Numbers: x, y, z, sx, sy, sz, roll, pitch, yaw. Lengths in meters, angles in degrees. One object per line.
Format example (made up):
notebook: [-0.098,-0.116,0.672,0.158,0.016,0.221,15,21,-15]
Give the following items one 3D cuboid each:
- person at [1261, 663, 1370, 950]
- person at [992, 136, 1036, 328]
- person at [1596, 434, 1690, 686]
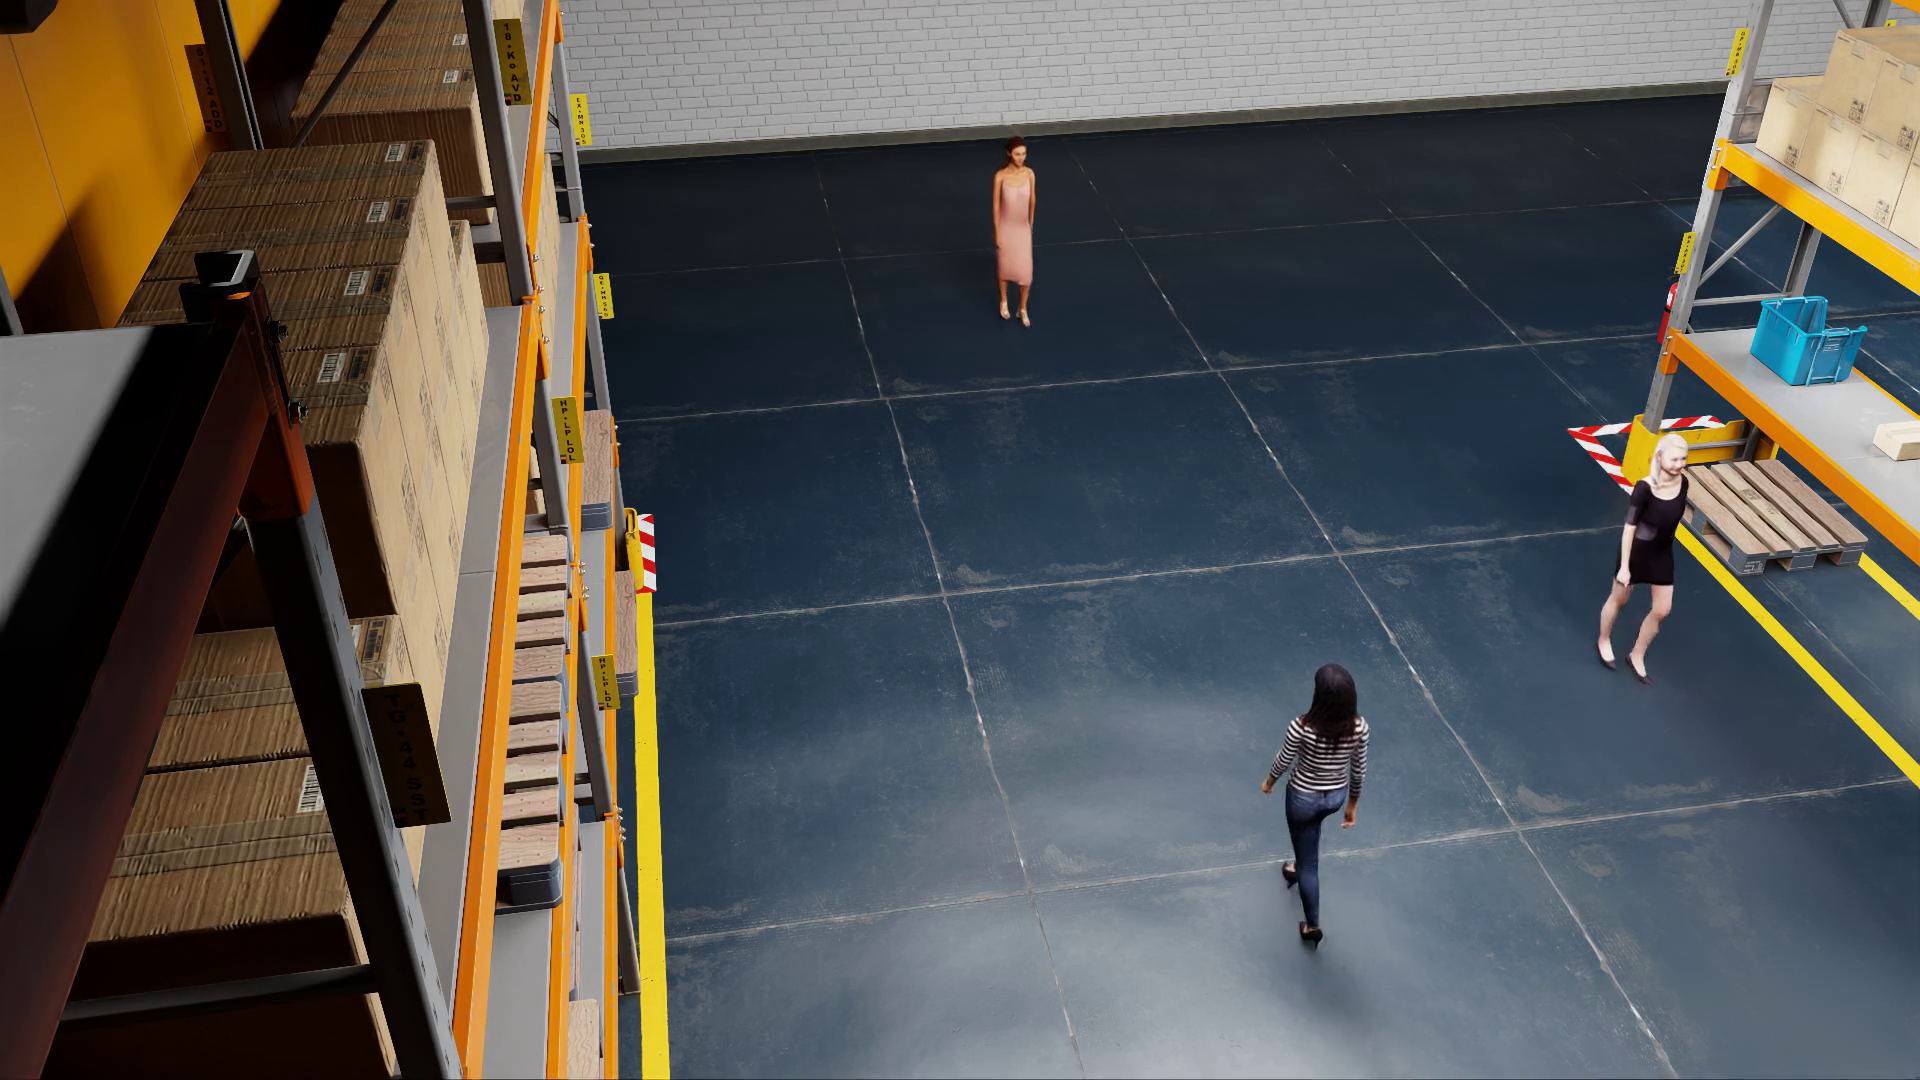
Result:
person: [1.911,1.476,8.837,0.591,1.767,0.859,-7,34,-10]
person: [0.440,-2.885,15.363,0.598,1.806,0.704,-7,34,-10]
person: [4.429,0.069,10.912,0.665,1.814,0.742,-9,35,-14]
